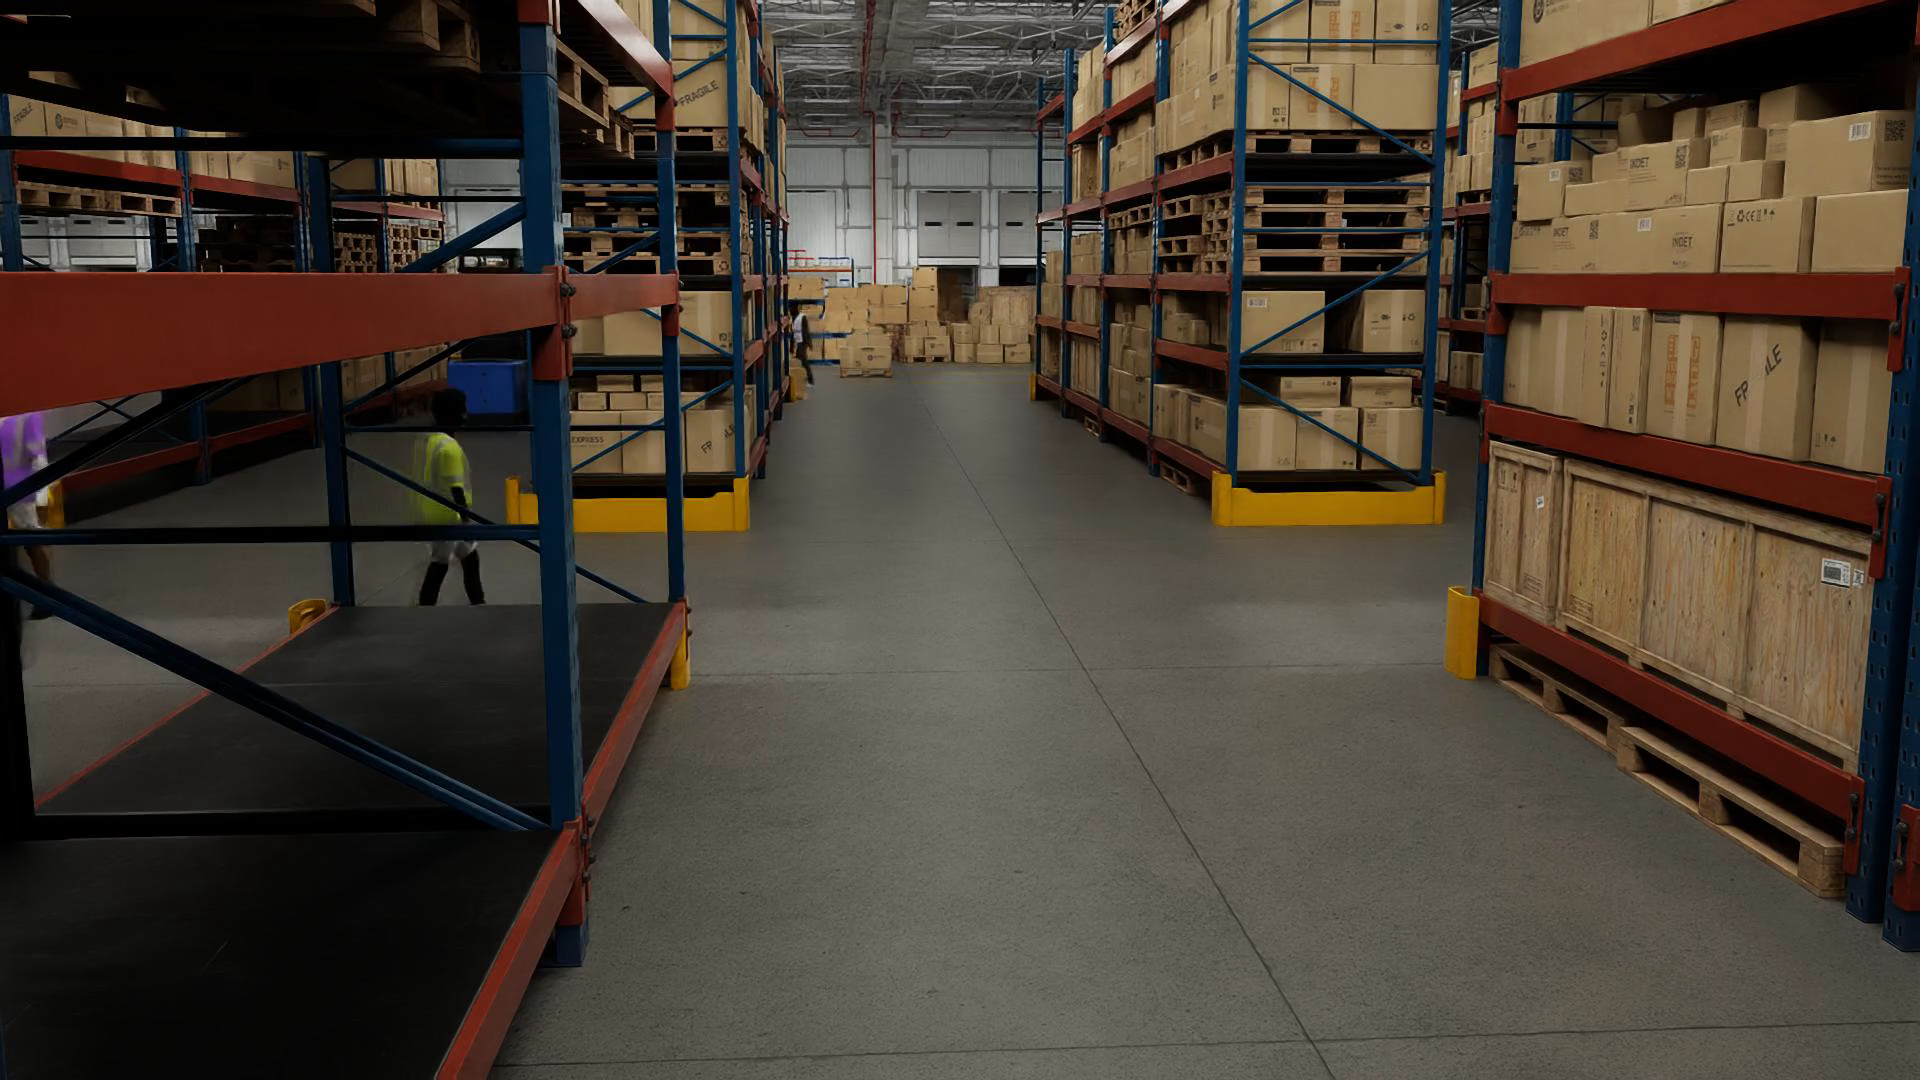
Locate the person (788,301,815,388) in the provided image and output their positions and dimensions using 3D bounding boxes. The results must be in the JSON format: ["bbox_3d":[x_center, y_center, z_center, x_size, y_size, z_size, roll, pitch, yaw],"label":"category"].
[{"bbox_3d":[-3.464,-4.167,35.505,0.790,1.857,0.678,-4,10,-24],"label":"person"}]

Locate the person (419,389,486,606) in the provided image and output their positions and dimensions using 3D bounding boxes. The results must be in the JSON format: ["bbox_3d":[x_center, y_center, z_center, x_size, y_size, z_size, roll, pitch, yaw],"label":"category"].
[{"bbox_3d":[-3.200,-0.142,10.780,0.774,1.664,0.554,-4,10,-24],"label":"person"}]

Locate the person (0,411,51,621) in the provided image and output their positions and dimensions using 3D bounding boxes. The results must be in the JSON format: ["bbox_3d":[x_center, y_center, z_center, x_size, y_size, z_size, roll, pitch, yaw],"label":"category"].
[{"bbox_3d":[-6.455,-0.314,11.276,0.560,1.879,1.019,-1,9,-8],"label":"person"}]

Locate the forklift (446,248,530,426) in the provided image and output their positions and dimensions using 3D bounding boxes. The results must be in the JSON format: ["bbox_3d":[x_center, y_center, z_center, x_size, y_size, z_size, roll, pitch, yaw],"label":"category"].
[{"bbox_3d":[-7.293,-3.144,25.870,1.129,2.768,1.873,-1,9,-4],"label":"forklift"}]

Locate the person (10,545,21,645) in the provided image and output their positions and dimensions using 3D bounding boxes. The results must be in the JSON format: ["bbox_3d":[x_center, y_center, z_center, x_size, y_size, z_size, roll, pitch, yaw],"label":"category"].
[{"bbox_3d":[-4.338,0.462,7.220,0.524,1.614,0.485,-4,10,-22],"label":"person"}]
